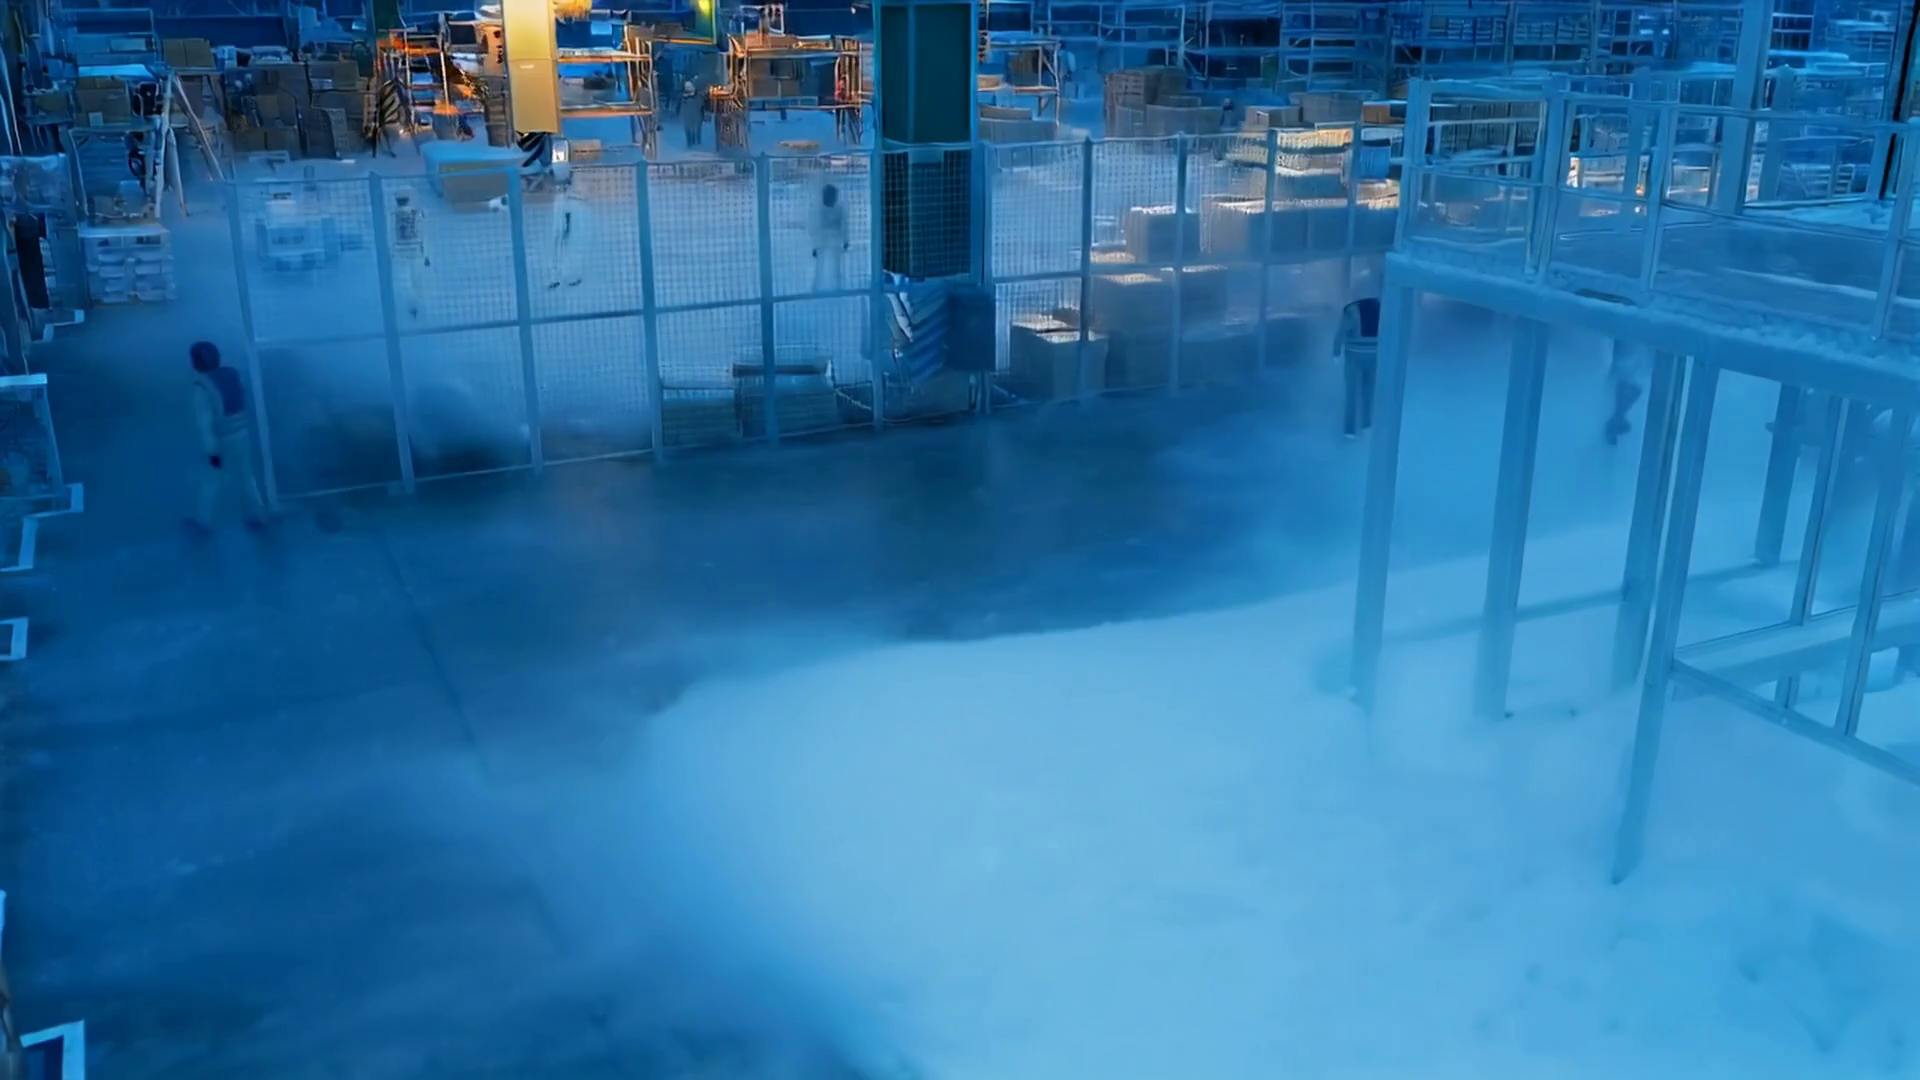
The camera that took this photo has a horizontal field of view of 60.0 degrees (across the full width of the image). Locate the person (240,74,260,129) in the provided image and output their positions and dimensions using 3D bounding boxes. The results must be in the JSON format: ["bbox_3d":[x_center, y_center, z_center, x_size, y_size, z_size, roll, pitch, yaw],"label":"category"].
[{"bbox_3d":[-21.042,-12.822,49.278,0.593,1.925,0.384,18,26,41],"label":"person"}]

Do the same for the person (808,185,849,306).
[{"bbox_3d":[-2.022,-4.519,25.411,0.639,1.801,0.943,-10,21,-27],"label":"person"}]

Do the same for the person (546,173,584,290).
[{"bbox_3d":[-6.400,-4.920,26.522,0.654,1.824,0.589,-12,22,-31],"label":"person"}]

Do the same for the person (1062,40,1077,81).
[{"bbox_3d":[4.627,-20.098,70.297,0.619,1.976,0.643,3,19,8],"label":"person"}]

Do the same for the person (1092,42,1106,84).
[{"bbox_3d":[6.036,-20.925,72.974,0.954,1.793,0.646,-8,20,-21],"label":"person"}]

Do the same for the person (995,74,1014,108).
[{"bbox_3d":[1.317,-12.966,49.761,0.584,1.882,0.347,7,20,19],"label":"person"}]

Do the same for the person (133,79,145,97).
[{"bbox_3d":[-25.348,-13.407,51.424,0.522,1.631,0.324,6,20,17],"label":"person"}]

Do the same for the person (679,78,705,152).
[{"bbox_3d":[-7.424,-11.788,46.108,0.691,2.000,0.707,-3,19,-8],"label":"person"}]

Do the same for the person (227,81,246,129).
[{"bbox_3d":[-21.985,-13.138,50.639,0.581,1.625,0.973,-8,20,-21],"label":"person"}]

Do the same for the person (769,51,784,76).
[{"bbox_3d":[-7.008,-17.811,63.755,0.561,1.926,0.632,18,26,41],"label":"person"}]

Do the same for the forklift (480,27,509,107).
[{"bbox_3d":[-16.857,-17.371,61.027,1.129,2.768,1.873,14,24,35],"label":"forklift"}]

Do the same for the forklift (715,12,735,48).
[{"bbox_3d":[-11.479,-24.544,81.819,1.873,2.768,1.129,17,25,41],"label":"forklift"}]

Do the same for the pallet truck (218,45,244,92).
[{"bbox_3d":[-28.879,-18.665,66.111,0.823,1.965,1.885,-3,19,-9],"label":"pallet truck"}]

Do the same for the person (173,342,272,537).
[{"bbox_3d":[-6.681,-0.899,14.909,0.918,1.794,0.635,6,20,17],"label":"person"}]

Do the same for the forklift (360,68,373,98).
[{"bbox_3d":[-22.652,-18.794,65.152,1.873,2.768,1.129,-8,20,-21],"label":"forklift"}]

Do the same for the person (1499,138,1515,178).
[{"bbox_3d":[10.696,-7.080,32.946,0.493,1.714,0.752,10,22,27],"label":"person"}]

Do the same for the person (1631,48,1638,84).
[{"bbox_3d":[28.561,-20.080,70.728,0.541,1.645,0.880,10,21,27],"label":"person"}]

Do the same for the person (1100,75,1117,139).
[{"bbox_3d":[4.447,-12.942,49.735,0.525,1.859,0.317,14,23,35],"label":"person"}]

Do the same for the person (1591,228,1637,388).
[{"bbox_3d":[8.015,-2.851,20.277,0.613,1.991,0.392,11,22,29],"label":"person"}]

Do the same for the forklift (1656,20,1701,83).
[{"bbox_3d":[30.020,-20.081,68.882,1.873,2.768,1.129,-9,21,-25],"label":"forklift"}]

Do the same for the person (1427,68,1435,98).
[{"bbox_3d":[16.107,-15.373,57.106,0.522,1.640,0.306,-17,25,-40],"label":"person"}]

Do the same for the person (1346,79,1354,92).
[{"bbox_3d":[10.880,-11.945,46.722,0.541,1.937,0.579,5,20,16],"label":"person"}]

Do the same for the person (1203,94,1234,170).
[{"bbox_3d":[6.665,-10.338,42.141,1.001,1.879,0.573,-3,19,-10],"label":"person"}]

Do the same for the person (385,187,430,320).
[{"bbox_3d":[-8.120,-4.212,24.382,0.624,1.892,1.011,-11,22,-29],"label":"person"}]

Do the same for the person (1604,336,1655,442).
[{"bbox_3d":[7.226,-2.017,17.992,0.823,1.912,0.555,-17,26,-41],"label":"person"}]

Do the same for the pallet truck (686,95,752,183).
[{"bbox_3d":[-5.836,-9.608,39.856,0.823,1.965,1.885,10,22,27],"label":"pallet truck"}]

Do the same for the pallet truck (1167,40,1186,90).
[{"bbox_3d":[9.045,-19.971,69.895,0.823,1.965,1.885,-3,19,-8],"label":"pallet truck"}]

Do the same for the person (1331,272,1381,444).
[{"bbox_3d":[4.297,-1.964,17.898,0.579,1.871,0.516,-6,20,-17],"label":"person"}]

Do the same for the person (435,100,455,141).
[{"bbox_3d":[-12.242,-9.467,39.551,0.587,1.928,0.363,12,22,30],"label":"person"}]

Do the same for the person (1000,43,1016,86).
[{"bbox_3d":[1.993,-19.578,68.843,0.635,1.937,0.352,3,19,9],"label":"person"}]

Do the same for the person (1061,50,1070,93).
[{"bbox_3d":[4.319,-19.194,68.092,0.321,1.698,0.537,8,21,23],"label":"person"}]

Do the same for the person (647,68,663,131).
[{"bbox_3d":[-9.593,-13.807,52.124,0.371,1.934,0.627,-10,22,-27],"label":"person"}]

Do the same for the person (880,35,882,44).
[{"bbox_3d":[-3.764,-23.960,81.550,0.551,1.934,0.373,7,20,19],"label":"person"}]
